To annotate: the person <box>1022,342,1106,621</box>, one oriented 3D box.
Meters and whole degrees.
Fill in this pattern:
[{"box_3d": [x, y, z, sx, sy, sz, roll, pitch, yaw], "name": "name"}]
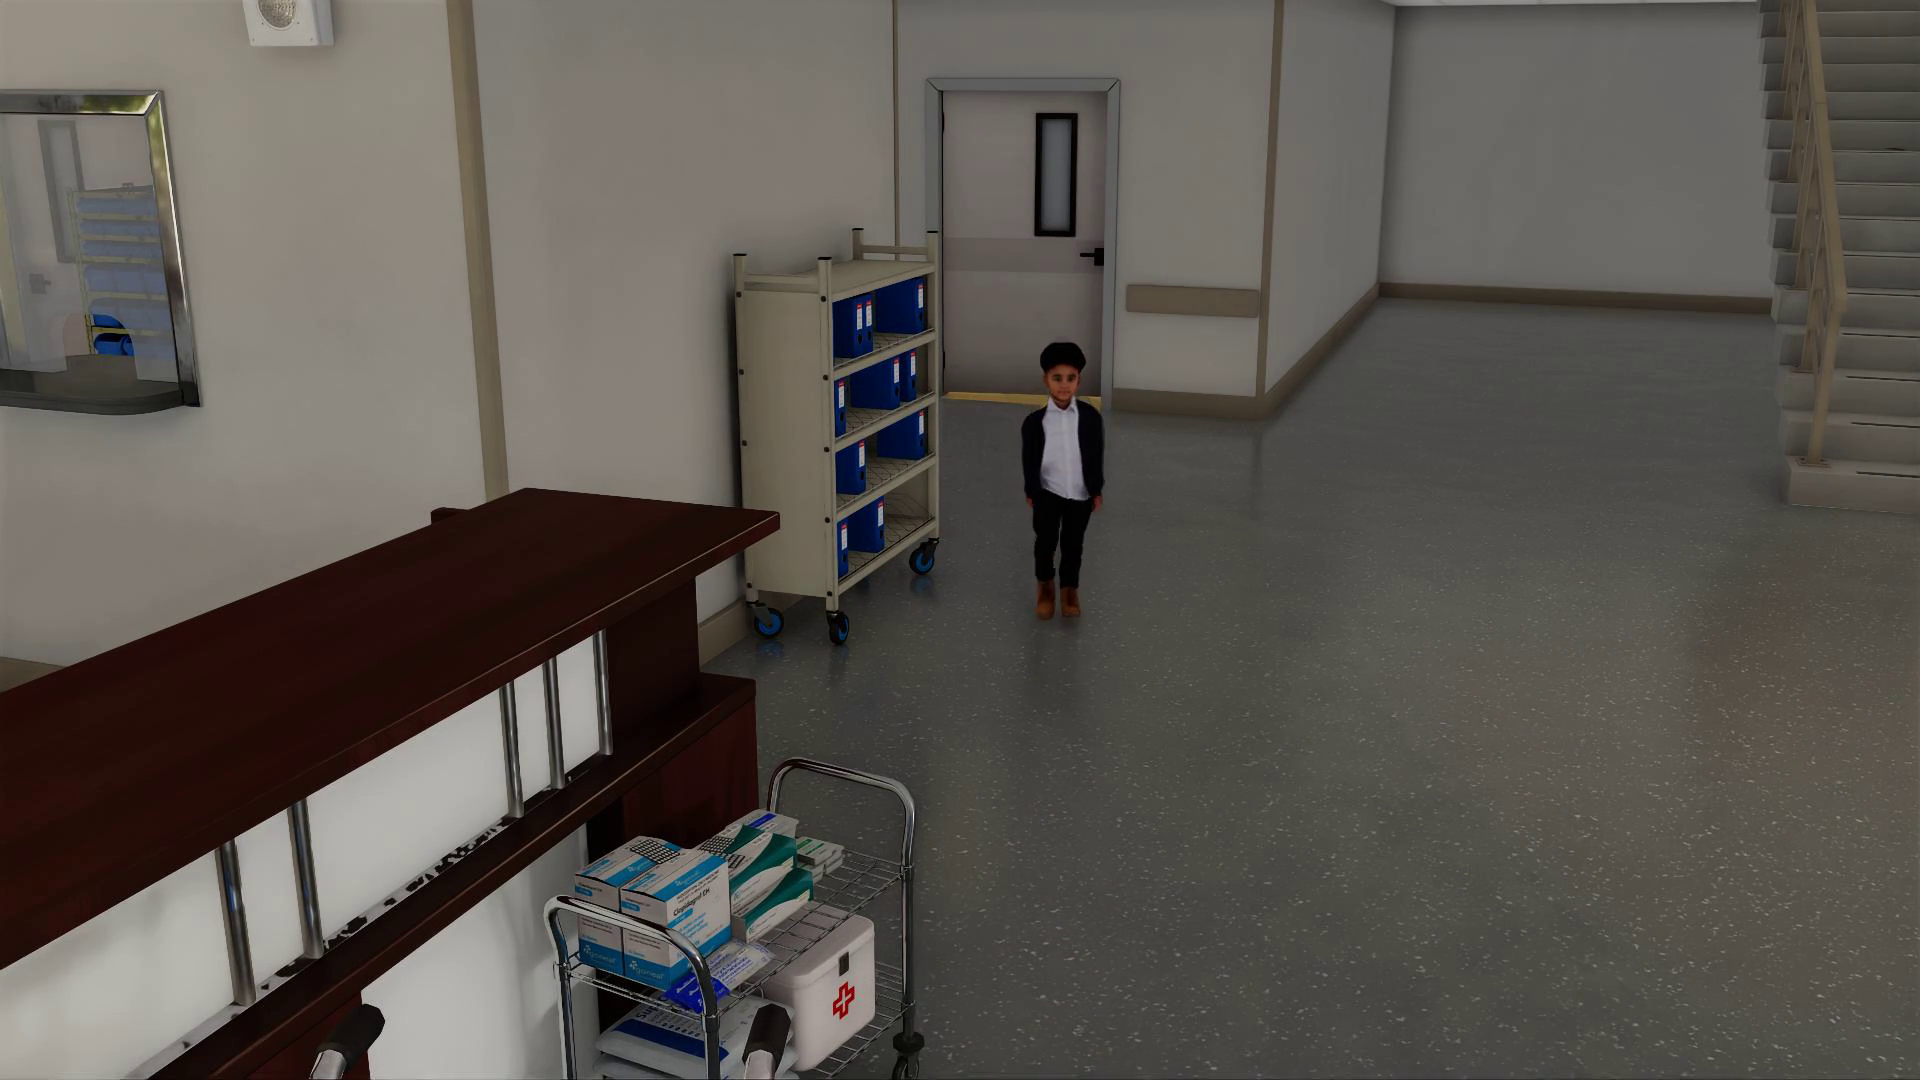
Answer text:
[{"box_3d": [0.447, -0.266, 7.264, 0.570, 1.215, 0.581, -1, 16, -4], "name": "person"}]
